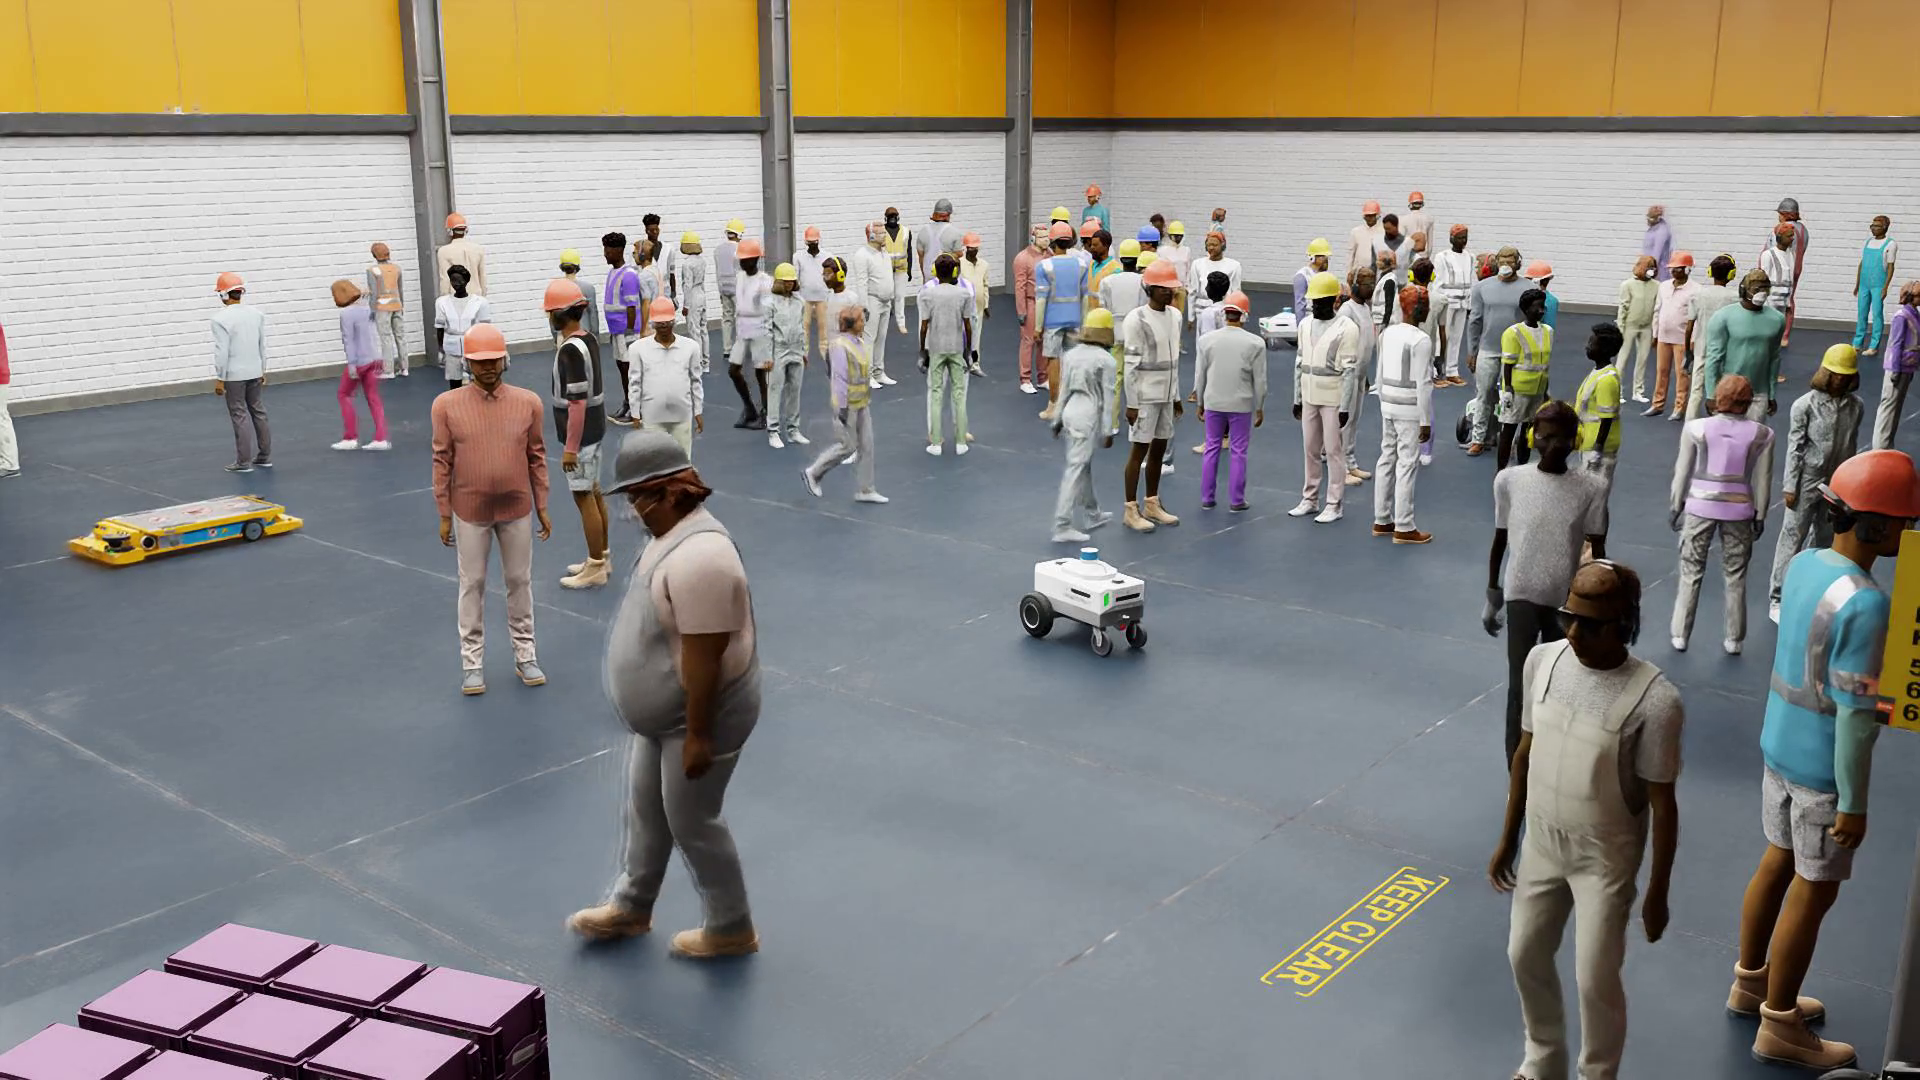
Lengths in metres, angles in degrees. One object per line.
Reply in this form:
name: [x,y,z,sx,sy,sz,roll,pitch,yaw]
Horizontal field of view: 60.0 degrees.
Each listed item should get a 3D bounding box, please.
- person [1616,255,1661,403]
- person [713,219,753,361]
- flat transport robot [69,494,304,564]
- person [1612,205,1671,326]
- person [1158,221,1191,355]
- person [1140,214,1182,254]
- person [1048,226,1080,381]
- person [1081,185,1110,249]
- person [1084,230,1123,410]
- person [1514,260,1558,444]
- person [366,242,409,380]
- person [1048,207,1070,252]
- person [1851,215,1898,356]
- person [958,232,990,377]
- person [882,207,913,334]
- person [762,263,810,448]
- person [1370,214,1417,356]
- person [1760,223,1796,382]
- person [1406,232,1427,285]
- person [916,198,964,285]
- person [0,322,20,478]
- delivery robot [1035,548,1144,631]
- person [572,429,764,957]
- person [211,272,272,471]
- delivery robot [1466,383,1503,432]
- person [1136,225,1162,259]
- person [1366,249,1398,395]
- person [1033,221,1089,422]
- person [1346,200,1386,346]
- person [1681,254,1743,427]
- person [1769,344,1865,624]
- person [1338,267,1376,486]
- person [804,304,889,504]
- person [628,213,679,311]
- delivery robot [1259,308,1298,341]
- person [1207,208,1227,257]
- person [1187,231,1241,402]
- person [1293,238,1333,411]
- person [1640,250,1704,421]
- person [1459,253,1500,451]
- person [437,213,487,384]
person: [7.451,-2.313,18.268,0.502,1.628,0.277,-2,14,-8]
person: [-2.896,-3.218,21.477,0.594,1.825,0.403,9,17,32]
flat transport robot: [-5.637,-0.099,12.156,0.652,0.197,1.431,11,17,37]
person: [10.197,-4.012,24.602,0.944,1.846,0.717,2,14,6]
person: [2.835,-3.320,21.997,0.533,1.768,0.310,-8,16,-29]
person: [2.690,-3.437,22.320,0.589,1.845,1.031,7,16,25]
person: [1.291,-2.822,19.882,0.516,1.835,0.358,-7,16,-27]
person: [2.296,-5.075,28.547,0.395,1.993,0.614,-11,18,-39]
person: [1.536,-2.358,17.843,0.390,1.920,0.587,-7,16,-27]
person: [5.469,-1.785,15.888,0.332,1.749,0.573,11,18,37]
person: [-6.875,-2.743,19.958,0.315,1.635,0.515,8,16,28]
person: [1.357,-3.527,22.488,0.356,1.929,0.594,3,14,13]
person: [12.075,-3.362,22.007,0.345,1.846,0.508,-6,15,-22]
person: [0.127,-2.820,20.022,0.563,1.753,0.327,-9,17,-32]
person: [-0.990,-3.928,24.275,0.627,1.844,0.429,-4,14,-14]
person: [-1.636,-1.750,15.775,0.494,1.741,0.308,-13,19,-42]
person: [5.661,-3.306,21.743,0.631,1.859,1.006,4,15,15]
person: [9.646,-2.797,19.670,0.575,1.883,0.355,-10,17,-34]
person: [5.984,-3.234,21.922,0.272,1.632,0.507,0,14,-1]
person: [-0.214,-3.612,22.608,0.684,2.000,0.538,7,16,27]
person: [-8.448,-1.411,14.429,0.353,1.738,0.572,-11,18,-37]
delivery robot: [0.763,0.290,9.838,0.477,0.478,0.707,-10,17,-35]
person: [-1.057,0.552,5.968,0.687,2.000,0.726,-5,15,-19]
person: [-6.367,-1.484,14.684,0.334,1.749,0.576,5,15,21]
delivery robot: [5.157,-1.278,16.103,0.477,0.478,0.707,9,16,31]
person: [2.068,-2.442,18.120,0.405,1.946,0.612,2,14,7]
person: [4.798,-2.463,18.829,0.308,1.640,0.511,1,14,5]
person: [1.026,-2.239,17.114,0.608,2.045,0.391,-6,15,-22]
person: [5.642,-3.682,22.980,0.623,1.992,0.396,7,15,25]
person: [6.872,-1.666,15.178,0.533,1.871,0.320,11,18,37]
person: [5.231,-0.326,10.088,0.492,1.738,0.318,-3,14,-13]
person: [3.355,-1.393,14.137,0.344,1.846,0.506,8,16,30]
person: [-0.911,-1.089,13.358,0.613,1.619,0.526,5,15,20]
person: [-3.719,-2.982,20.239,0.603,1.966,0.368,-8,16,-30]
delivery robot: [4.449,-2.922,22.673,0.707,0.478,0.477,-2,14,-9]
person: [4.307,-4.747,27.962,0.313,1.638,0.513,-2,14,-6]
person: [2.771,-2.435,18.224,0.584,1.882,0.346,6,15,22]
person: [3.797,-2.299,17.783,0.588,1.833,0.404,-14,19,-43]
person: [7.381,-2.108,17.178,0.336,1.753,0.564,-8,16,-29]
person: [4.951,-1.756,15.584,0.374,1.843,0.568,9,17,32]
person: [-5.876,-2.847,19.644,0.395,1.994,0.613,12,19,40]
